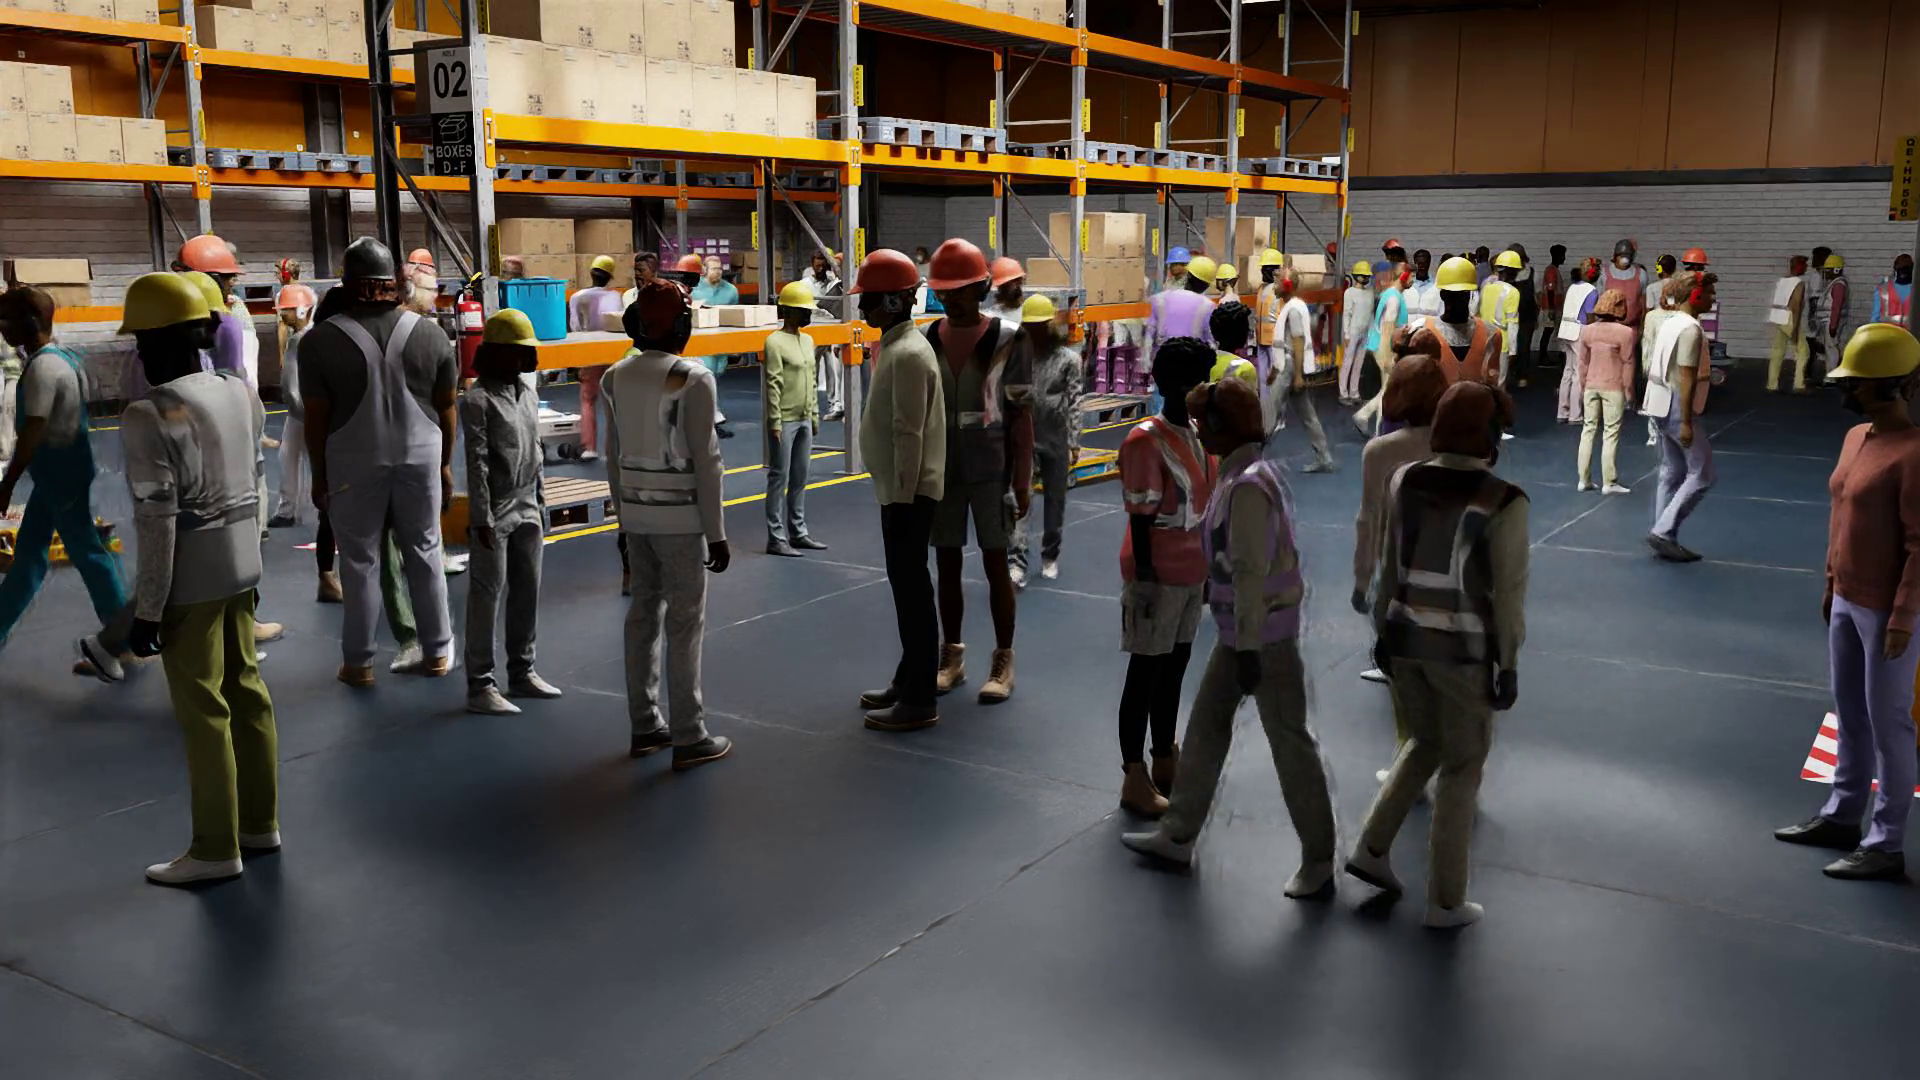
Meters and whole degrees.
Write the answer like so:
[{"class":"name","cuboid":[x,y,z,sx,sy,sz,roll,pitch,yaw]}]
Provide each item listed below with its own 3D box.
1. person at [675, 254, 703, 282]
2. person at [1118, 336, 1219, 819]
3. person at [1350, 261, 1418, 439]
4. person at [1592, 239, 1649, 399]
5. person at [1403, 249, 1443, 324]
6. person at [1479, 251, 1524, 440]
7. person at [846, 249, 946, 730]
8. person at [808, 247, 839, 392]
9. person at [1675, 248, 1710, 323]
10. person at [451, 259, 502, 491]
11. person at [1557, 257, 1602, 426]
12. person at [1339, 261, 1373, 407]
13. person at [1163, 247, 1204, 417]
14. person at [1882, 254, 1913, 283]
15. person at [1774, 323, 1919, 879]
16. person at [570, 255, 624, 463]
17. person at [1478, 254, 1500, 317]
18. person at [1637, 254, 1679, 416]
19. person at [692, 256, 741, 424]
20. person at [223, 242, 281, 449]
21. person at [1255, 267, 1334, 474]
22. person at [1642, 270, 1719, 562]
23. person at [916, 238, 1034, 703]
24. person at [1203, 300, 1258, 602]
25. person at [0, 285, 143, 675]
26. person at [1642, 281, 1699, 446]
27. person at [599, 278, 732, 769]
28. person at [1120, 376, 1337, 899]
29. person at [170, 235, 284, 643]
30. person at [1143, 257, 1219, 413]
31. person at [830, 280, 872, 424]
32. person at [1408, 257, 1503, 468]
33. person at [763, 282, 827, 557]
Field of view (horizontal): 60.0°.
[{"class":"person","cuboid":[-3.764,-3.130,23.559,0.601,1.827,0.404,3,11,18]},{"class":"person","cuboid":[0.749,0.124,5.908,0.321,1.691,0.529,7,12,34]},{"class":"person","cuboid":[4.208,-1.836,16.429,0.540,1.817,0.607,3,11,18]},{"class":"person","cuboid":[8.420,-2.817,21.238,0.688,2.000,0.539,2,10,11]},{"class":"person","cuboid":[5.087,-2.255,18.464,0.587,1.920,0.391,3,11,14]},{"class":"person","cuboid":[5.498,-1.975,16.936,0.408,1.918,0.582,-3,11,-17]},{"class":"person","cuboid":[-0.263,-0.211,6.963,0.407,1.985,0.616,-1,10,-7]},{"class":"person","cuboid":[-1.766,-2.943,22.257,0.594,1.922,0.386,-2,11,-13]},{"class":"person","cuboid":[8.357,-2.377,19.120,0.391,1.930,0.546,-1,10,-6]},{"class":"person","cuboid":[-3.801,-1.352,13.395,0.405,1.941,0.608,5,11,26]},{"class":"person","cuboid":[6.756,-2.156,18.158,0.394,1.836,0.561,-1,10,-5]},{"class":"person","cuboid":[4.874,-2.516,20.334,0.531,1.767,0.328,-9,14,-41]},{"class":"person","cuboid":[2.379,-2.186,17.999,0.404,1.948,0.605,-7,12,-33]},{"class":"person","cuboid":[12.573,-2.896,22.251,0.619,1.838,0.430,1,10,5]},{"class":"person","cuboid":[2.892,0.198,5.299,0.329,1.765,0.526,1,10,3]},{"class":"person","cuboid":[-3.228,-1.627,15.080,0.601,1.878,0.619,-5,11,-25]},{"class":"person","cuboid":[6.746,-2.684,21.042,0.339,1.845,0.507,-3,11,-14]},{"class":"person","cuboid":[8.087,-2.344,19.131,0.510,1.860,0.333,-1,10,-4]},{"class":"person","cuboid":[-2.779,-2.250,18.625,0.658,1.866,1.002,-5,11,-26]},{"class":"person","cuboid":[-6.881,-1.828,15.760,0.853,2.000,0.703,-2,10,-9]},{"class":"person","cuboid":[2.801,-1.456,14.385,0.989,1.785,0.586,2,10,12]},{"class":"person","cuboid":[4.517,-0.764,10.424,0.437,1.831,0.606,2,10,11]},{"class":"person","cuboid":[0.021,-0.297,7.319,0.613,2.031,0.410,4,11,20]},{"class":"person","cuboid":[1.447,-0.458,9.122,0.317,1.695,0.540,-6,12,-28]},{"class":"person","cuboid":[-4.289,-0.240,7.586,0.922,1.809,0.523,-6,12,-28]},{"class":"person","cuboid":[6.969,-1.725,16.352,0.505,1.622,0.293,4,11,19]},{"class":"person","cuboid":[-1.128,-0.061,6.421,0.576,1.880,0.361,8,13,37]},{"class":"person","cuboid":[0.852,0.300,5.198,0.745,1.587,0.659,1,10,3]},{"class":"person","cuboid":[-3.728,-0.489,8.336,0.610,2.042,0.396,6,12,30]},{"class":"person","cuboid":[1.850,-1.401,13.859,0.692,1.880,0.400,4,11,21]},{"class":"person","cuboid":[-1.135,-2.187,18.131,0.602,1.907,0.399,-6,12,-29]},{"class":"person","cuboid":[2.732,-0.606,9.301,0.593,1.926,0.366,-1,10,-5]},{"class":"person","cuboid":[-1.062,-0.773,10.708,0.335,1.760,0.523,5,11,27]}]
